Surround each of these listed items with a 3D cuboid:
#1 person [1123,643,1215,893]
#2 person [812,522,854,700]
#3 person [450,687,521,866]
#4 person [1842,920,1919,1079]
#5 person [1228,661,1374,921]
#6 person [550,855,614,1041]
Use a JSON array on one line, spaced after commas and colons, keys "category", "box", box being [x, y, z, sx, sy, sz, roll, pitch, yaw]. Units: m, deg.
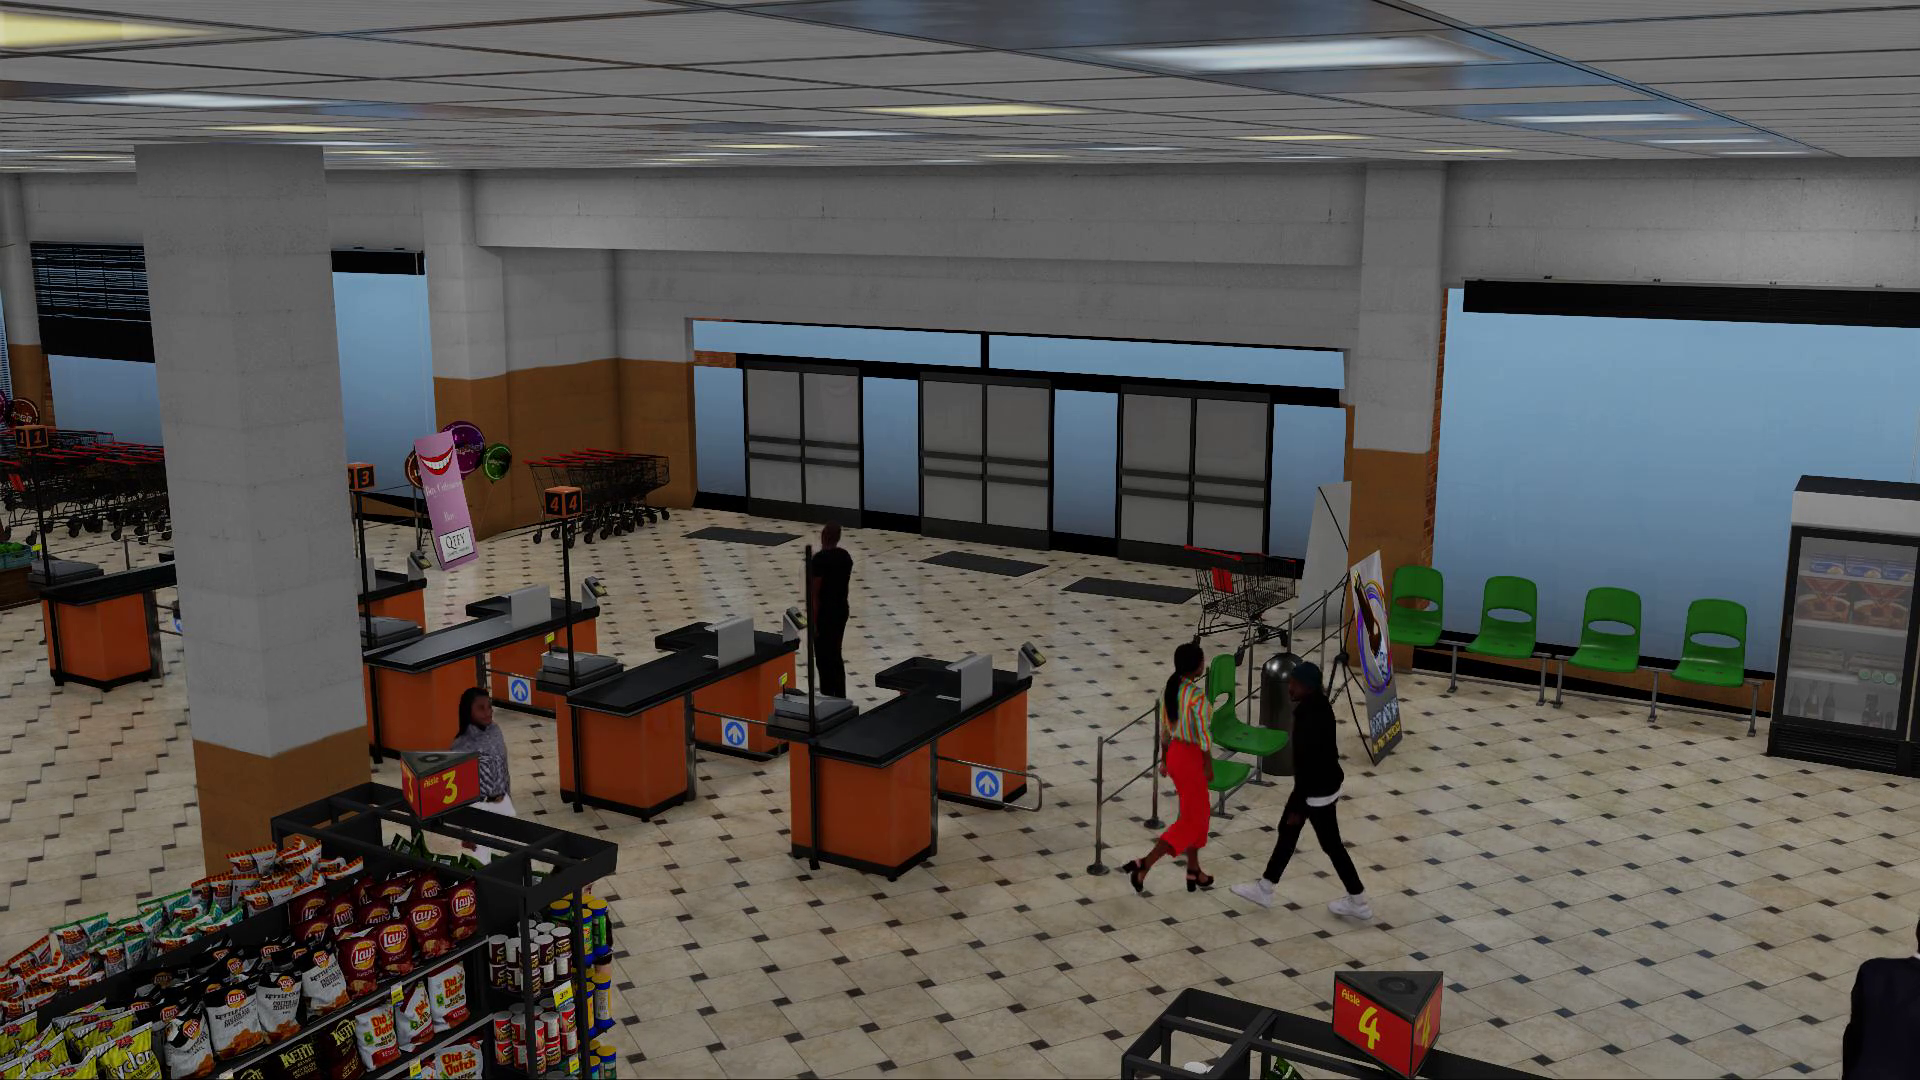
[{"category": "person", "box": [1.447, 1.592, 11.107, 1.103, 1.764, 0.907, -7, 14, -30]}, {"category": "person", "box": [-1.184, 0.754, 15.026, 0.920, 1.789, 0.453, 4, 13, 20]}, {"category": "person", "box": [-3.057, 1.742, 10.514, 0.679, 1.715, 0.697, 6, 13, 26]}, {"category": "person", "box": [3.960, 2.427, 7.047, 0.888, 1.805, 0.828, -3, 12, -15]}, {"category": "person", "box": [2.399, 1.654, 10.831, 1.073, 1.757, 1.230, 4, 12, 16]}, {"category": "person", "box": [-1.974, 2.283, 8.226, 0.860, 1.599, 0.848, 3, 12, 14]}]
